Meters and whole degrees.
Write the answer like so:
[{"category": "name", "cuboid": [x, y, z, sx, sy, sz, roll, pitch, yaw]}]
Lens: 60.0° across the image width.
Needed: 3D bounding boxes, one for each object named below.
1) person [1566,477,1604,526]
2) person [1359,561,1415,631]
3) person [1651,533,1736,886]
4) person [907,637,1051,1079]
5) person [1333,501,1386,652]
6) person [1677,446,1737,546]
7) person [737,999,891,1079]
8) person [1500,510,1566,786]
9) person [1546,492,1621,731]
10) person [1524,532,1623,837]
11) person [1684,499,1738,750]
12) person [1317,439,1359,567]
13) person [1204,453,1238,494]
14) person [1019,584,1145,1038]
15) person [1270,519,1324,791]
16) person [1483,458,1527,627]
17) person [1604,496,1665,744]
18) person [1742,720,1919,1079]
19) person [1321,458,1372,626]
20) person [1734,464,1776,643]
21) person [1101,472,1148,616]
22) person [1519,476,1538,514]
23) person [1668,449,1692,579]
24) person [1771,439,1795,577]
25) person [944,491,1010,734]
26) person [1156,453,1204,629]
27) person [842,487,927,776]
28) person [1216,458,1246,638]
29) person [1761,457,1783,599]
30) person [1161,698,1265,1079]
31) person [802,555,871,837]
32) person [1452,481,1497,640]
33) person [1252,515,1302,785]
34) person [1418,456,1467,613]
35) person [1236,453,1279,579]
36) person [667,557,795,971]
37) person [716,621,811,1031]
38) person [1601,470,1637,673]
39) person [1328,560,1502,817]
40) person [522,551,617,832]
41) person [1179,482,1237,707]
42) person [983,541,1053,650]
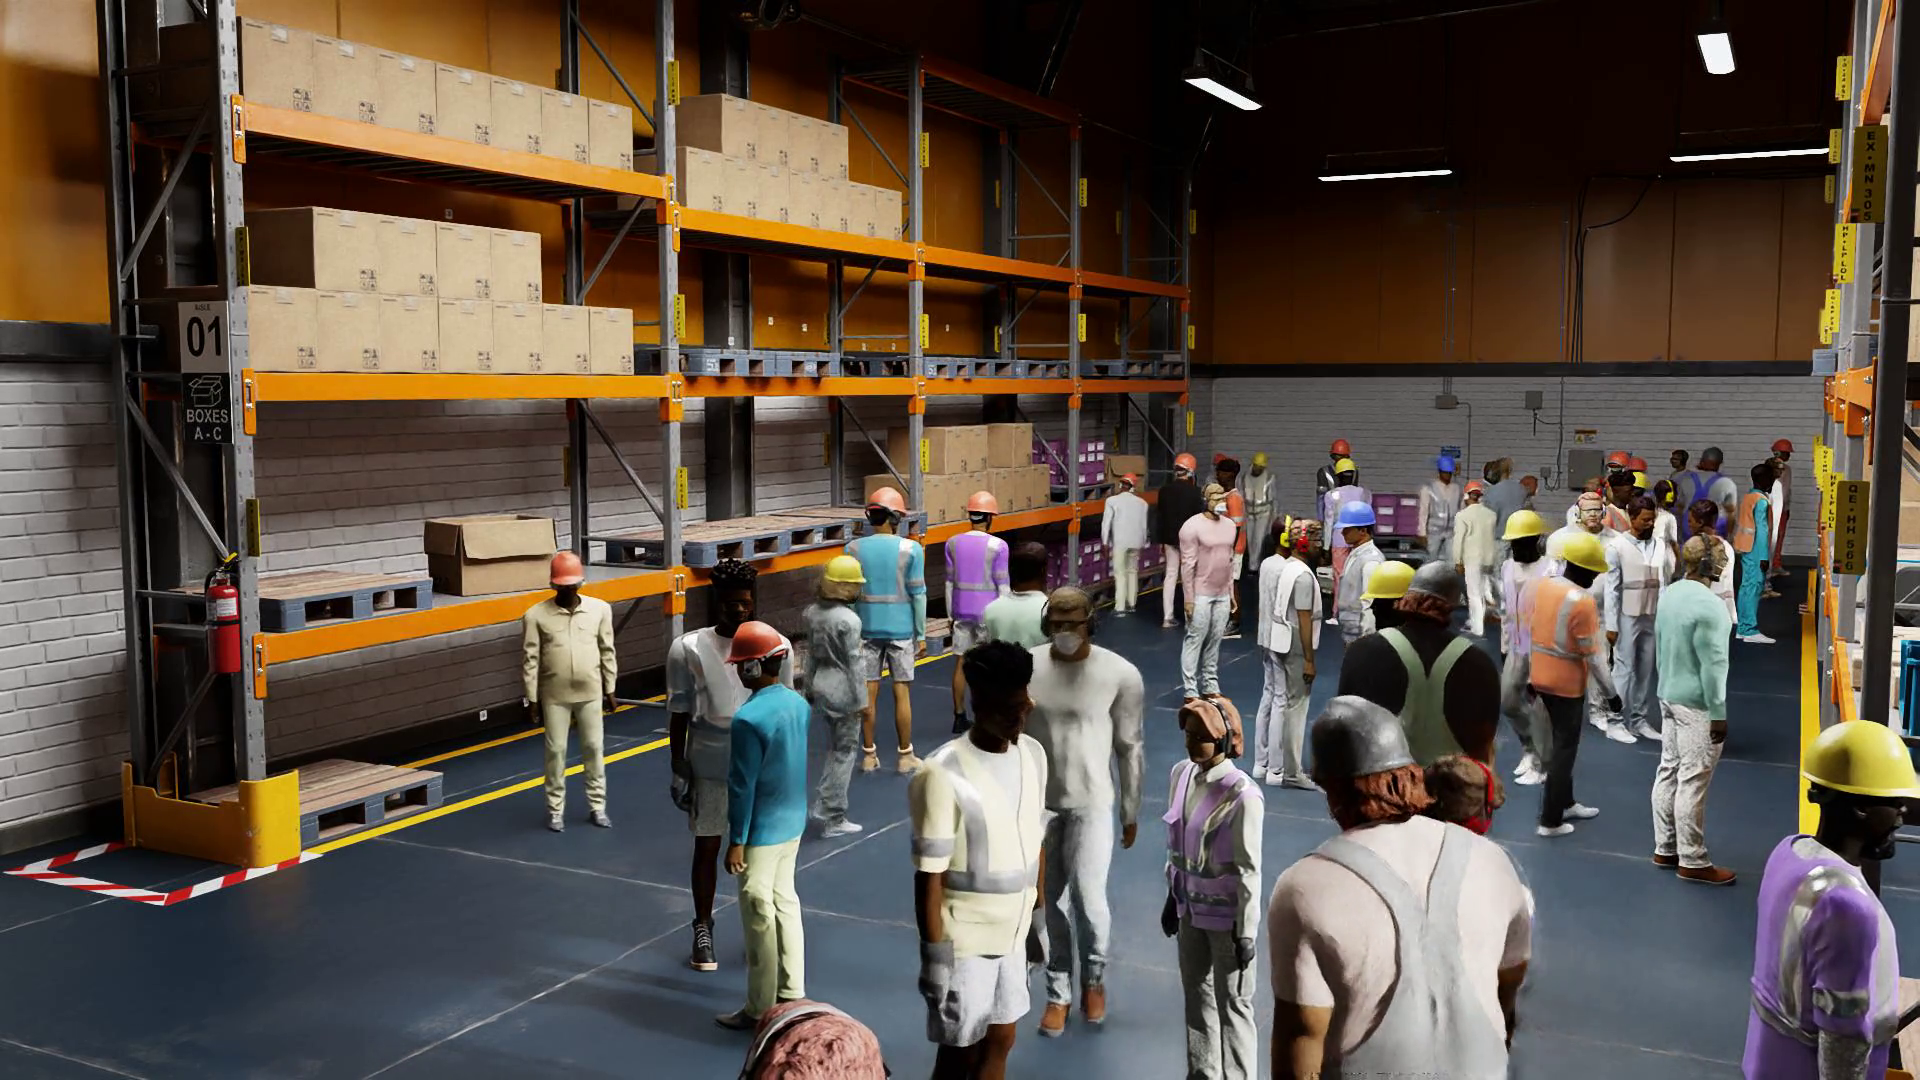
[{"category": "person", "cuboid": [6.344, 0.279, 16.826, 0.515, 1.823, 0.705, -2, 6, -22]}, {"category": "person", "cuboid": [2.079, 1.056, 7.926, 0.386, 1.922, 0.594, 3, 6, 26]}, {"category": "person", "cuboid": [4.083, 0.926, 9.258, 0.372, 1.941, 0.627, 0, 5, -1]}, {"category": "person", "cuboid": [0.085, 1.277, 5.433, 0.395, 1.955, 0.623, 5, 7, 40]}, {"category": "person", "cuboid": [2.851, 0.686, 11.853, 0.419, 1.939, 0.607, 0, 5, 2]}, {"category": "person", "cuboid": [9.128, -0.149, 20.283, 0.541, 2.000, 0.689, -5, 7, -44]}, {"category": "person", "cuboid": [-0.208, 1.593, 2.350, 0.652, 1.894, 0.401, -4, 6, -34]}, {"category": "person", "cuboid": [3.907, 0.740, 11.428, 0.440, 1.903, 0.620, -3, 6, -27]}, {"category": "person", "cuboid": [4.990, 0.571, 13.244, 0.643, 1.909, 0.410, 0, 5, 3]}, {"category": "person", "cuboid": [3.796, 0.879, 10.161, 0.691, 1.880, 0.627, -1, 5, -14]}, {"category": "person", "cuboid": [5.573, 0.649, 12.415, 0.401, 1.909, 0.599, 5, 7, 43]}, {"category": "person", "cuboid": [5.059, -0.329, 22.200, 0.613, 2.041, 0.393, -2, 6, -17]}, {"category": "person", "cuboid": [3.950, -0.448, 25.142, 0.568, 1.737, 0.475, 4, 7, 36]}, {"category": "person", "cuboid": [0.445, 1.139, 7.030, 0.637, 1.927, 0.444, 2, 6, 18]}, {"category": "person", "cuboid": [2.284, 0.775, 11.374, 0.372, 1.843, 0.570, 0, 5, -5]}, {"category": "person", "cuboid": [6.208, 0.030, 19.024, 0.667, 1.922, 0.382, -3, 6, -32]}, {"category": "person", "cuboid": [5.200, 0.609, 12.848, 0.598, 1.908, 0.401, -3, 6, -28]}, {"category": "person", "cuboid": [2.214, 1.405, 4.236, 0.391, 1.918, 0.591, 1, 6, 16]}, {"category": "person", "cuboid": [4.410, 0.028, 19.005, 0.585, 1.922, 0.377, -1, 5, -13]}, {"category": "person", "cuboid": [8.530, 0.138, 17.837, 0.379, 1.918, 0.596, 1, 5, 9]}, {"category": "person", "cuboid": [1.982, 0.041, 19.931, 0.598, 1.716, 0.519, -2, 6, -20]}, {"category": "person", "cuboid": [7.082, 0.006, 20.836, 0.279, 1.628, 0.509, 3, 6, 27]}, {"category": "person", "cuboid": [10.217, -0.366, 23.663, 0.346, 1.846, 0.505, -1, 5, -10]}, {"category": "person", "cuboid": [11.776, -0.461, 23.958, 0.618, 1.986, 0.407, -3, 6, -28]}, {"category": "person", "cuboid": [0.147, 0.578, 13.080, 0.549, 1.927, 0.393, 3, 6, 25]}, {"category": "person", "cuboid": [2.526, 0.010, 18.825, 0.622, 1.990, 0.402, 4, 7, 37]}, {"category": "person", "cuboid": [-0.521, 0.647, 11.759, 0.605, 2.034, 0.392, 1, 5, 13]}, {"category": "person", "cuboid": [2.930, 0.089, 18.111, 0.368, 1.966, 0.603, 0, 5, 5]}, {"category": "person", "cuboid": [10.396, -0.151, 21.413, 0.507, 1.838, 0.341, -4, 6, -34]}, {"category": "person", "cuboid": [0.925, 1.378, 6.045, 0.315, 1.634, 0.518, -2, 6, -25]}, {"category": "person", "cuboid": [-0.725, 0.947, 10.179, 0.407, 1.718, 0.524, -5, 7, -41]}, {"category": "person", "cuboid": [5.612, 0.215, 18.193, 0.573, 1.702, 0.664, -3, 6, -32]}, {"category": "person", "cuboid": [2.220, 0.754, 11.501, 0.315, 1.865, 0.526, -1, 5, -11]}, {"category": "person", "cuboid": [5.884, -0.075, 20.265, 0.647, 1.887, 1.027, 0, 5, -5]}, {"category": "person", "cuboid": [4.188, -0.343, 23.624, 0.646, 1.790, 0.737, 3, 6, 28]}, {"category": "person", "cuboid": [-1.069, 1.052, 7.840, 0.611, 1.958, 0.368, -1, 5, -14]}, {"category": "person", "cuboid": [-0.856, 1.217, 7.189, 0.353, 1.739, 0.574, 2, 6, 20]}, {"category": "person", "cuboid": [6.185, 0.318, 15.647, 0.361, 1.964, 0.614, 5, 7, 43]}, {"category": "person", "cuboid": [1.986, 1.057, 7.303, 0.725, 2.000, 0.731, 0, 5, 4]}, {"category": "person", "cuboid": [-2.400, 0.929, 10.276, 0.577, 1.738, 0.354, -2, 6, -23]}, {"category": "person", "cuboid": [2.120, 0.472, 14.138, 0.629, 1.940, 0.377, -4, 7, -39]}, {"category": "person", "cuboid": [0.421, 0.941, 9.406, 0.594, 1.886, 0.864, 5, 7, 43]}]
